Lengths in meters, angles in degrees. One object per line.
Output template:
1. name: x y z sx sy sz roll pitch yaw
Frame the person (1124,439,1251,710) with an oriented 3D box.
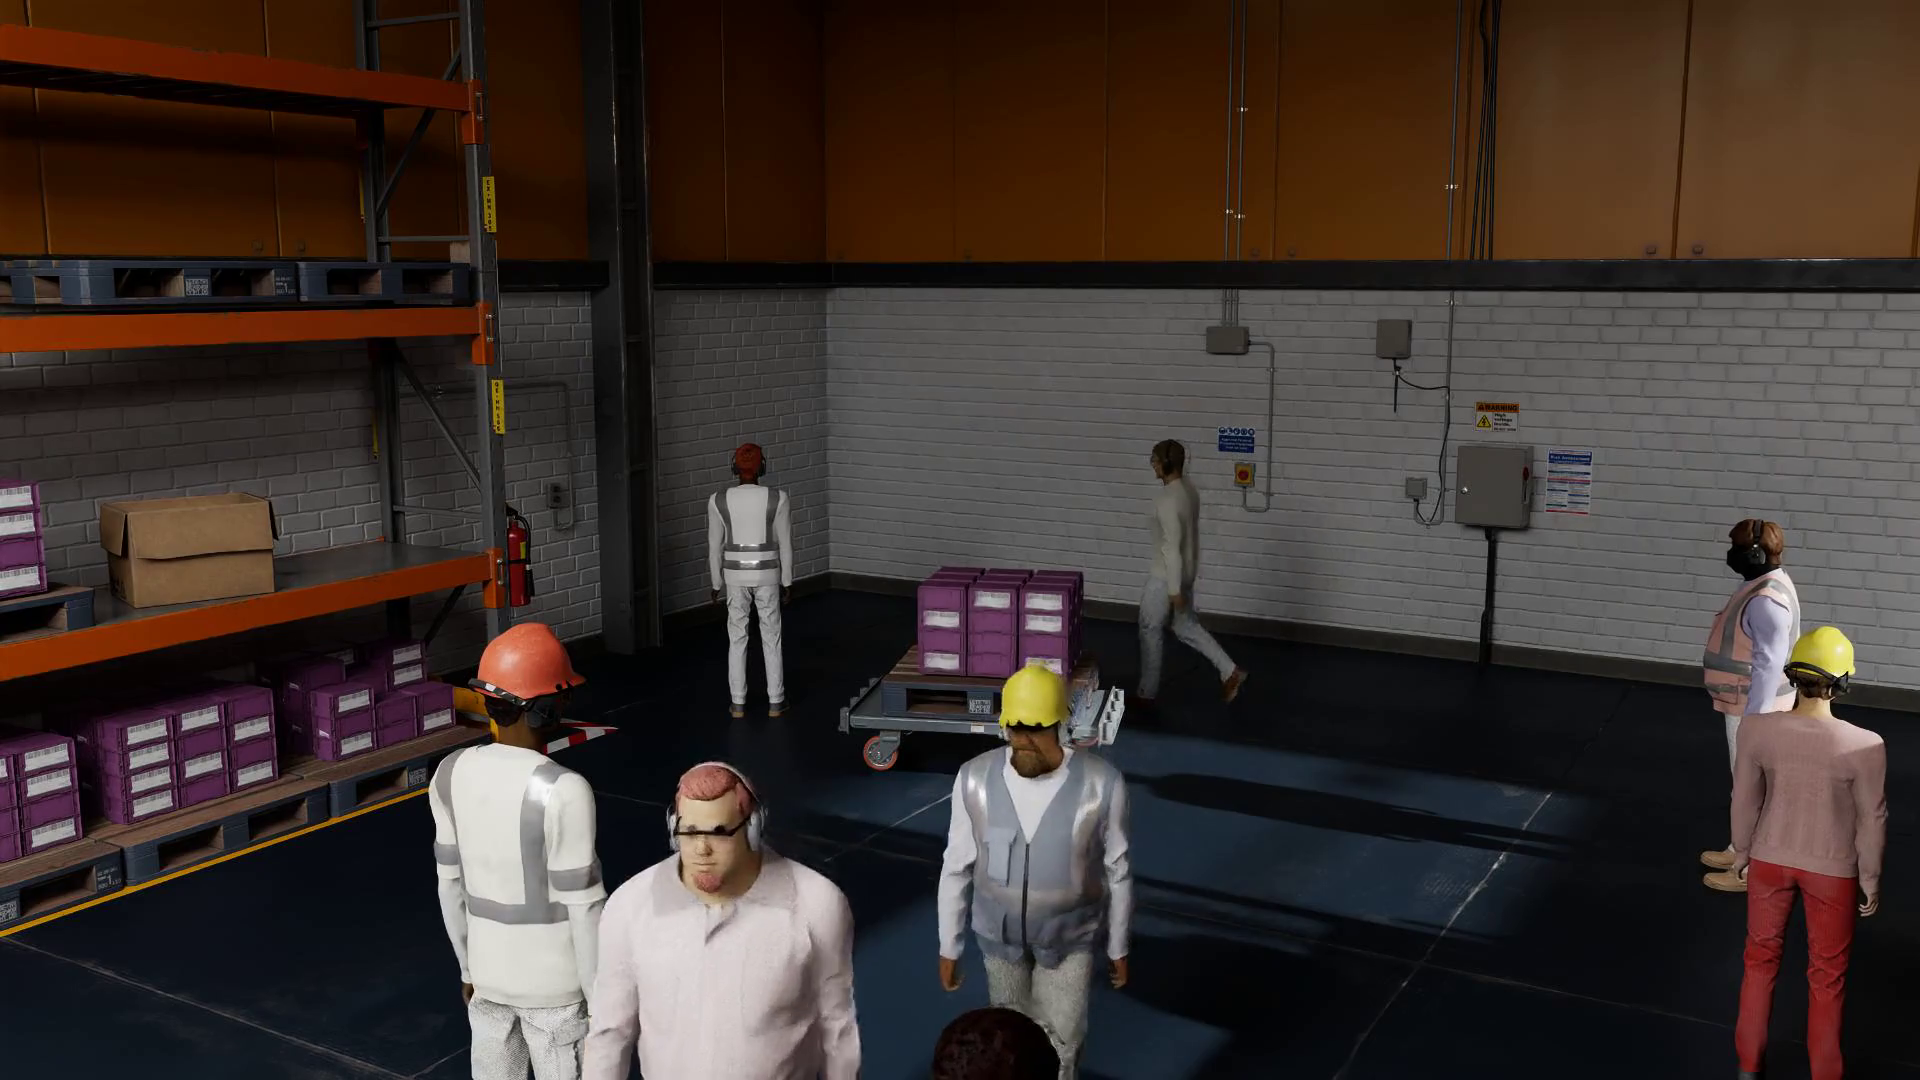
1. person: 1.538 0.257 11.431 0.848 1.918 0.625 4 10 26

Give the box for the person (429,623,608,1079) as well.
1. person: -1.228 1.248 4.822 0.605 2.045 0.377 5 11 30

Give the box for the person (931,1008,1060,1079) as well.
1. person: 0.091 1.650 2.826 0.600 1.890 0.932 8 12 41

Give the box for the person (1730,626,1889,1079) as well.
1. person: 3.080 1.187 6.064 0.524 1.770 0.315 8 12 43

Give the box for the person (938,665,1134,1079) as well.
1. person: 0.214 1.295 5.305 0.620 1.792 0.867 3 10 17

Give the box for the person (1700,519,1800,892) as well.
1. person: 3.883 0.808 8.200 0.429 1.841 0.634 4 10 23

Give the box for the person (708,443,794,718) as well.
1. person: -1.419 0.280 11.364 0.572 1.883 0.355 0 9 -2

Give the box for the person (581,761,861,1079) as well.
1. person: -0.601 1.466 4.019 0.665 1.857 0.963 1 9 7
